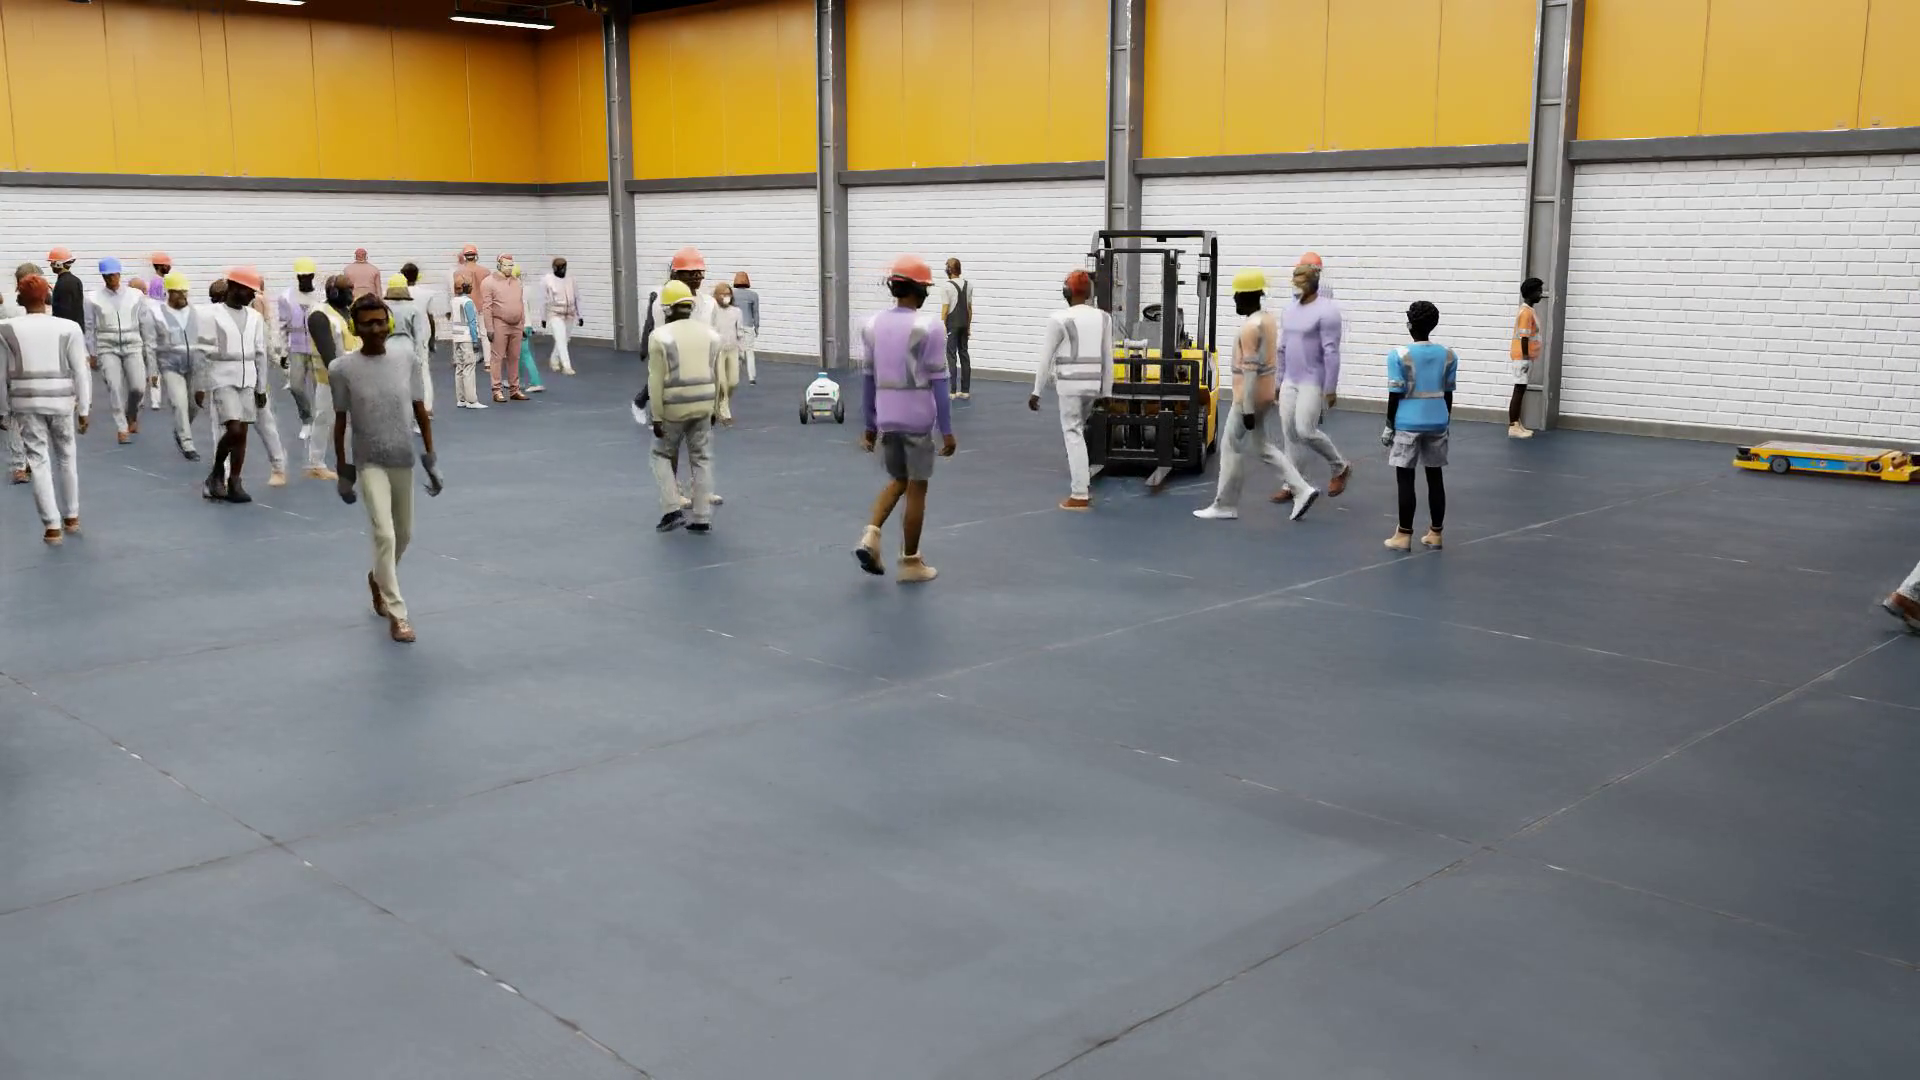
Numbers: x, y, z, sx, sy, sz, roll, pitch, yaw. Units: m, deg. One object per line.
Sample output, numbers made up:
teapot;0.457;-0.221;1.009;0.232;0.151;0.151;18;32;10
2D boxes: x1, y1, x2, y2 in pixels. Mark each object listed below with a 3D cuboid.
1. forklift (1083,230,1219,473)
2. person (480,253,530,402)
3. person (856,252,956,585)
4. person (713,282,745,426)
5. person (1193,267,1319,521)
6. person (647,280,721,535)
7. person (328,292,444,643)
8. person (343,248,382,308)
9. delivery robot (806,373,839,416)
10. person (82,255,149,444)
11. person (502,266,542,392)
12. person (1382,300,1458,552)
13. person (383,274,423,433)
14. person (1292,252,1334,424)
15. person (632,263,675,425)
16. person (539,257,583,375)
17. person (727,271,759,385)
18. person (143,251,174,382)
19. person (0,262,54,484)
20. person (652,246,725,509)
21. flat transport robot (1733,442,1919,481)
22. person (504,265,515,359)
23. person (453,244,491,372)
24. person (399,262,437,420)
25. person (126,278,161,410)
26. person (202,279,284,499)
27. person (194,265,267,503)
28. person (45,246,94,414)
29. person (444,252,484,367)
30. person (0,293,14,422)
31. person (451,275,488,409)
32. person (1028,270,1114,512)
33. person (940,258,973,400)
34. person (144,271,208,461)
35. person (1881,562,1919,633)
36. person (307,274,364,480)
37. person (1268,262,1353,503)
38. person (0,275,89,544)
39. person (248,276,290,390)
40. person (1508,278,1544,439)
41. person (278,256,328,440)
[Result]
forklift;1.804;-1.825;15.677;1.214;2.155;2.313;2;11;13
person;-5.827;-2.727;21.396;0.409;1.904;0.639;7;13;35
person;-0.331;-0.720;10.114;0.619;2.030;0.510;9;13;39
person;-2.677;-2.104;18.783;0.510;1.617;0.592;-7;13;-34
person;2.216;-1.070;12.356;0.856;1.902;0.587;5;12;28
person;-1.962;-0.927;11.825;0.613;1.817;0.438;-8;13;-37
person;-3.119;-0.420;8.986;0.523;1.844;0.867;-8;13;-36
person;-10.720;-4.285;29.907;0.641;1.903;0.402;-4;11;-19
delivery robot;-1.570;-1.672;19.061;0.477;0.478;0.707;0;10;-1
person;-8.672;-1.961;17.134;0.629;1.927;0.501;-6;12;-31
person;-6.073;-2.863;22.597;0.870;1.717;0.543;4;11;19
person;3.099;-0.764;11.248;0.537;1.695;0.320;-3;11;-17
person;-5.945;-1.956;17.684;0.501;1.720;0.701;-3;11;-14
person;3.917;-2.252;18.706;0.545;1.938;0.362;-6;12;-31
person;-3.261;-2.139;18.248;0.631;1.869;0.656;6;12;30
person;-6.212;-3.478;25.768;0.632;1.811;0.897;-10;14;-42
person;-3.118;-3.026;23.790;0.495;1.624;0.288;-1;10;-7
person;-11.646;-3.231;24.162;0.920;1.907;0.559;-5;11;-24
person;-8.168;-1.459;14.515;0.353;1.891;0.800;-1;10;-4
person;-2.109;-1.270;13.061;0.377;2.045;0.605;9;14;41
flat transport robot;7.782;-0.720;14.902;1.431;0.197;0.652;9;14;40
person;-7.790;-3.983;28.640;0.518;1.756;0.345;5;12;25
person;-7.593;-3.608;25.967;0.611;1.985;0.393;-6;12;-29
person;-6.356;-2.310;19.349;0.543;1.820;1.007;-7;12;-32
person;-10.079;-2.414;20.511;0.541;1.593;0.859;-6;12;-30
person;-5.959;-1.269;13.806;0.632;1.791;0.994;2;11;9
person;-5.781;-1.233;13.268;0.412;1.894;0.616;6;12;31
person;-10.661;-2.502;19.912;0.383;1.996;0.609;-2;11;-10
person;-7.999;-3.763;27.171;0.651;1.861;0.972;6;12;30
person;-10.796;-2.082;18.703;0.502;1.600;0.799;-5;12;-26
person;-6.088;-2.435;20.507;0.308;1.645;0.514;-9;14;-41
person;0.871;-1.155;12.935;0.599;1.867;0.560;-8;13;-37
person;-0.065;-2.739;21.622;0.507;1.843;0.346;-8;13;-38
person;-7.486;-1.678;15.952;0.600;1.807;0.808;-10;14;-44
person;5.430;-0.392;8.679;0.975;1.903;0.644;3;11;14
person;-5.318;-1.392;14.423;0.933;1.794;0.635;3;11;16
person;2.783;-1.242;13.236;0.581;1.922;0.640;-5;12;-26
person;-6.468;-0.930;11.713;0.588;1.845;0.887;-6;12;-32
person;-9.544;-2.841;22.826;0.822;1.605;0.525;-3;11;-15
person;5.967;-1.917;17.556;0.318;1.691;0.532;4;11;19
person;-6.706;-1.958;17.149;0.609;1.915;0.416;-2;11;-10
